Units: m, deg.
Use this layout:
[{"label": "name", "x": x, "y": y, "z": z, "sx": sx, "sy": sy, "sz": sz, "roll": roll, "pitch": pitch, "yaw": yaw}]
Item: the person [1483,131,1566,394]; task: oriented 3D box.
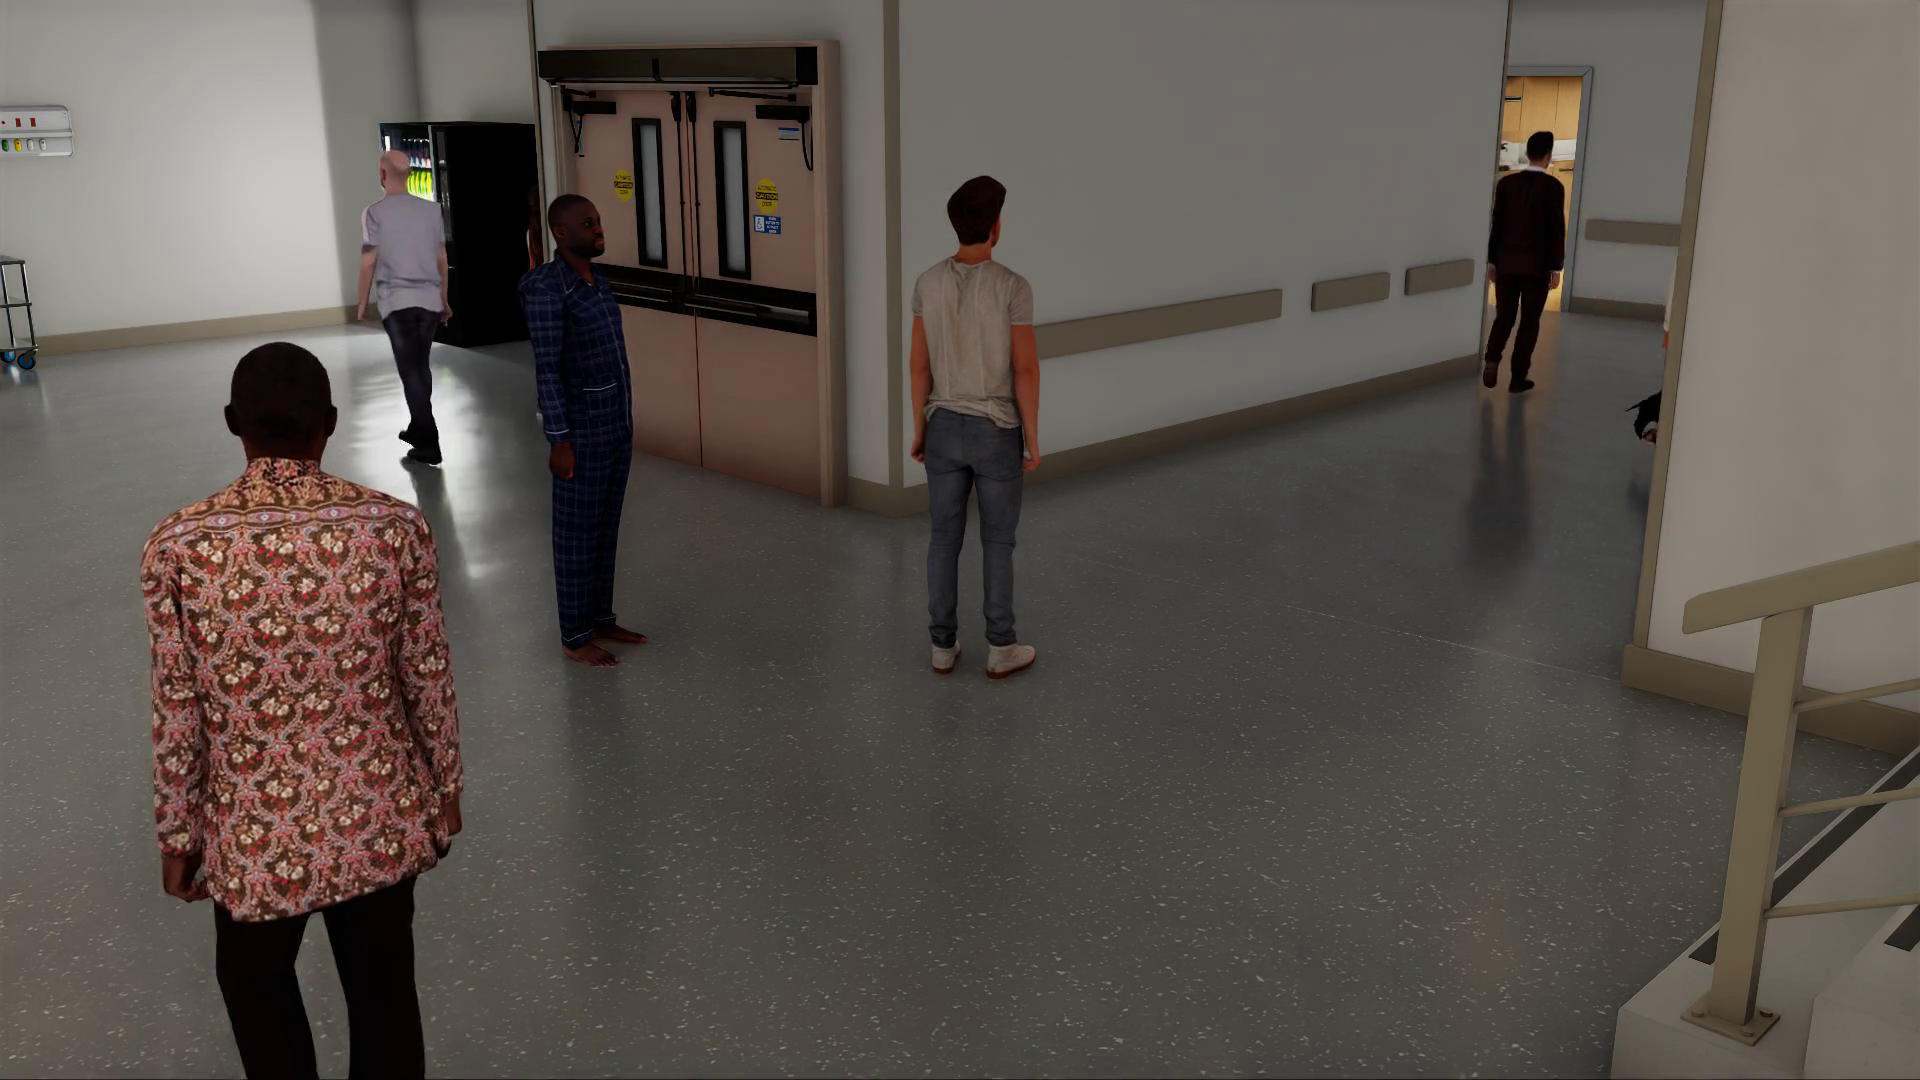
[{"label": "person", "x": 3.987, "y": -1.954, "z": 11.847, "sx": 0.787, "sy": 1.854, "sz": 0.801, "roll": 12, "pitch": 20, "yaw": 37}]

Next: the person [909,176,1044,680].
[{"label": "person", "x": 0.048, "y": -0.370, "z": 6.330, "sx": 0.648, "sy": 1.799, "sz": 0.803, "roll": 5, "pitch": 17, "yaw": 18}]

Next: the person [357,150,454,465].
[{"label": "person", "x": -3.185, "y": -1.347, "z": 9.766, "sx": 0.885, "sy": 1.815, "sz": 0.710, "roll": 13, "pitch": 20, "yaw": 38}]

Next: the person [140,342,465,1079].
[{"label": "person", "x": -1.180, "y": 0.556, "z": 3.071, "sx": 0.792, "sy": 1.786, "sz": 0.756, "roll": -8, "pitch": 18, "yaw": -26}]

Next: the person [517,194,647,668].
[{"label": "person", "x": -1.469, "y": -0.440, "z": 6.531, "sx": 0.785, "sy": 1.824, "sz": 0.771, "roll": 4, "pitch": 16, "yaw": 15}]
